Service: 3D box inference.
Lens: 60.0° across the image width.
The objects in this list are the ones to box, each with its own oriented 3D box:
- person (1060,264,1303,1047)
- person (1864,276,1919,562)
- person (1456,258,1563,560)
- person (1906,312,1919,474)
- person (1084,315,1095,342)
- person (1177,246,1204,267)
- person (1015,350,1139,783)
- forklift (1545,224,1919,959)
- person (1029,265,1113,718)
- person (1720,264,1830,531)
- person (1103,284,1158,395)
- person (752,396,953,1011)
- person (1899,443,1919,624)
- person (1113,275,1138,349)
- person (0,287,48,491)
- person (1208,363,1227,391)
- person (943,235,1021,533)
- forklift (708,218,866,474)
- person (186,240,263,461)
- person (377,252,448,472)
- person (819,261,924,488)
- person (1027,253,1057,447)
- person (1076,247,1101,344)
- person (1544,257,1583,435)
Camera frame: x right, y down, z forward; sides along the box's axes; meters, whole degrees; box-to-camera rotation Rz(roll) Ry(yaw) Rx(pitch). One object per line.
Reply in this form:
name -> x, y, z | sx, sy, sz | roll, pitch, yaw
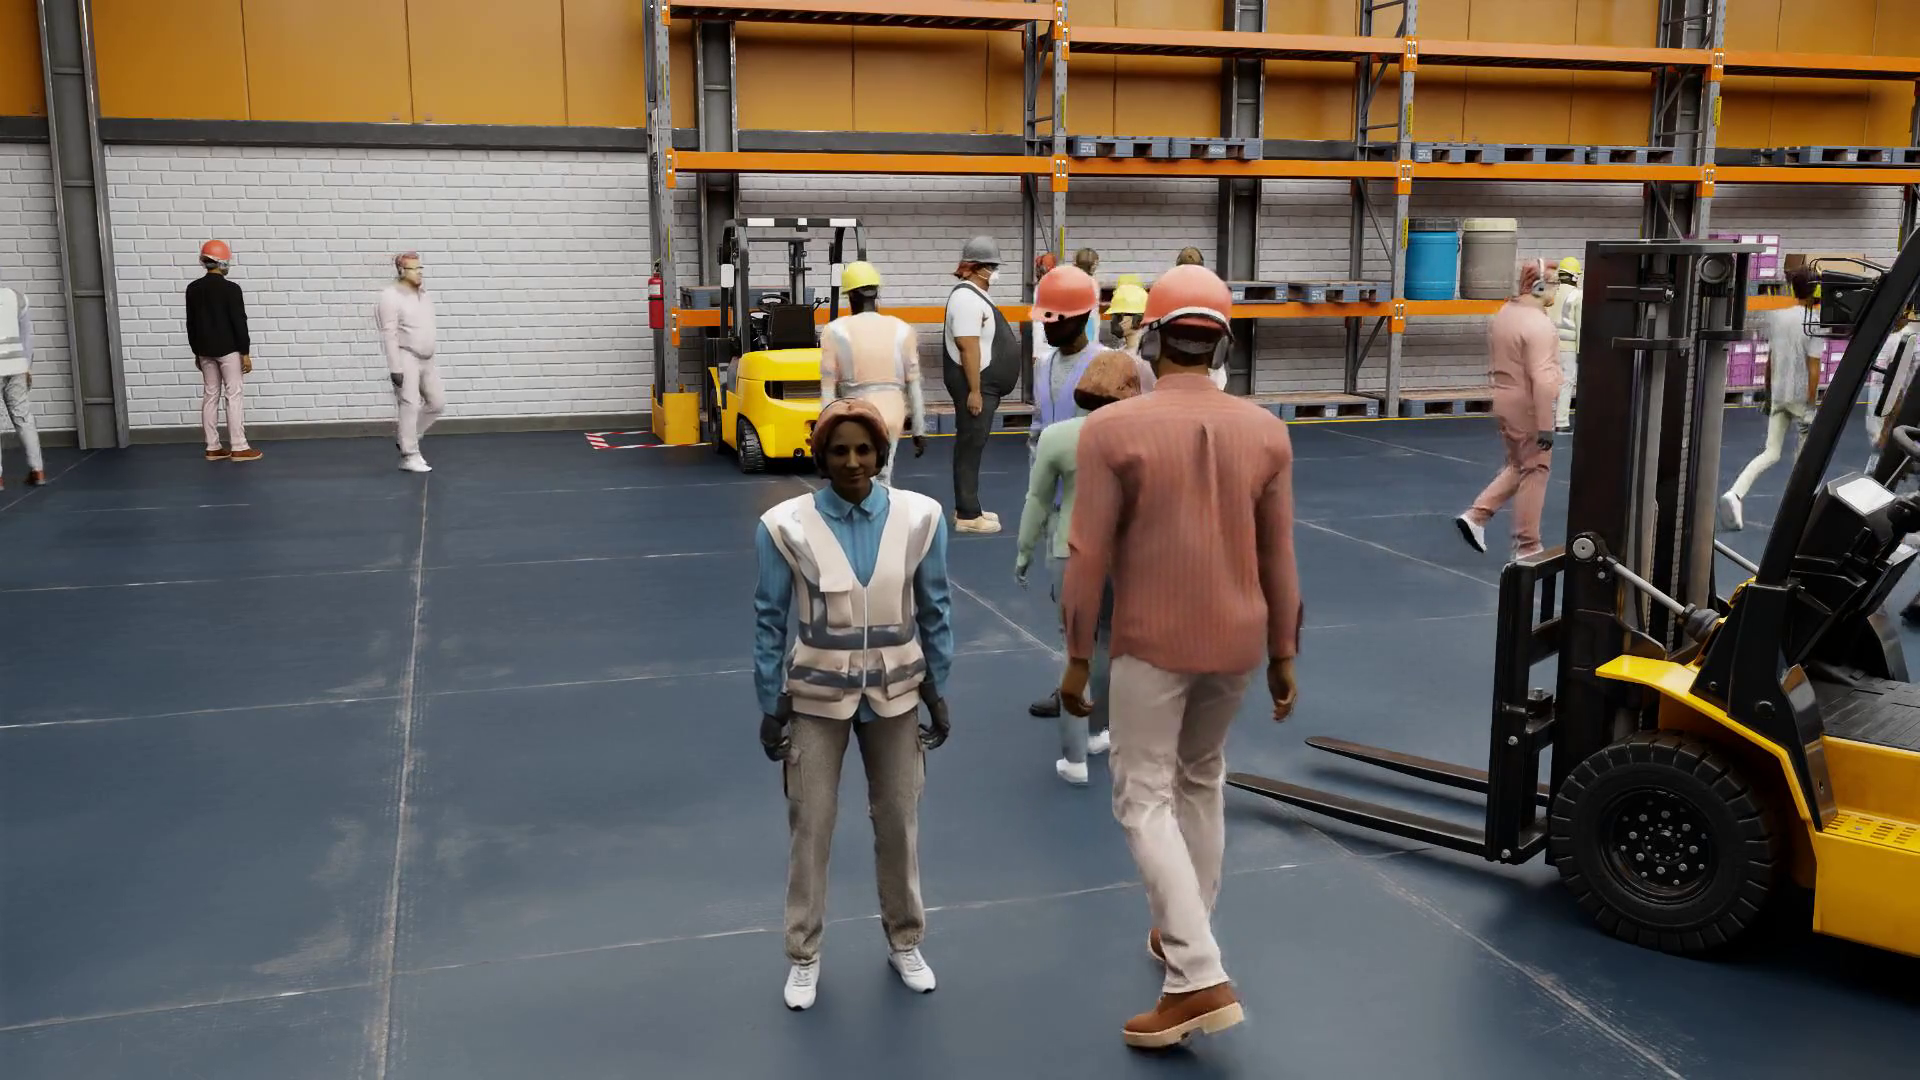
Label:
person -> 0.611, 0.283, 4.274 | 0.639, 1.958, 0.740 | -4, 11, -21
person -> 4.986, -0.492, 8.845 | 0.595, 1.846, 0.528 | 6, 12, 28
person -> 3.453, -0.773, 10.201 | 0.542, 1.893, 0.671 | -1, 10, -5
person -> 8.207, -1.482, 14.028 | 0.582, 1.912, 0.704 | 3, 11, 13
person -> 0.946, -1.312, 13.699 | 0.320, 1.698, 0.538 | 4, 11, 23
person -> 1.965, -1.549, 14.348 | 0.630, 1.940, 0.372 | 4, 11, 20
person -> 0.505, 0.082, 6.315 | 0.600, 1.587, 0.686 | 1, 10, 7
forklift -> 2.909, 0.117, 4.508 | 2.313, 2.155, 1.214 | 9, 14, 40
person -> 0.460, -0.164, 6.835 | 0.487, 1.906, 0.642 | -6, 12, -30
person -> 5.651, -0.959, 11.384 | 0.837, 1.847, 0.519 | -4, 11, -23
person -> 0.921, -0.493, 9.024 | 0.316, 1.769, 0.523 | -3, 11, -16
person -> -0.283, 0.433, 4.352 | 0.526, 1.626, 0.329 | -3, 11, -16
person -> 5.250, -0.493, 8.742 | 0.560, 1.892, 0.967 | 9, 14, 40
person -> 1.574, -1.579, 15.225 | 0.824, 1.677, 0.581 | 1, 10, 7
person -> -7.698, -1.353, 13.296 | 0.469, 1.941, 0.641 | 5, 12, 27
person -> 2.021, -1.243, 13.508 | 0.287, 1.631, 0.501 | 1, 10, 6
person -> 0.153, -1.083, 11.510 | 0.534, 2.000, 0.688 | 0, 10, 1
forklift -> -1.522, -1.778, 14.899 | 1.214, 2.155, 2.313 | -3, 11, -17
person -> -6.673, -1.706, 15.047 | 0.625, 1.992, 0.386 | 3, 11, 18
person -> -4.703, -1.524, 14.331 | 0.420, 1.892, 0.667 | 3, 11, 17
person -> -0.486, -0.682, 9.742 | 0.610, 1.888, 0.773 | -5, 11, -23
person -> 0.871, -1.822, 16.050 | 0.367, 1.869, 0.600 | 6, 12, 30
person -> 1.114, -1.939, 16.565 | 0.547, 1.907, 0.689 | -6, 12, -28
person -> 6.216, -2.001, 17.176 | 0.412, 1.821, 0.610 | -5, 12, -27
